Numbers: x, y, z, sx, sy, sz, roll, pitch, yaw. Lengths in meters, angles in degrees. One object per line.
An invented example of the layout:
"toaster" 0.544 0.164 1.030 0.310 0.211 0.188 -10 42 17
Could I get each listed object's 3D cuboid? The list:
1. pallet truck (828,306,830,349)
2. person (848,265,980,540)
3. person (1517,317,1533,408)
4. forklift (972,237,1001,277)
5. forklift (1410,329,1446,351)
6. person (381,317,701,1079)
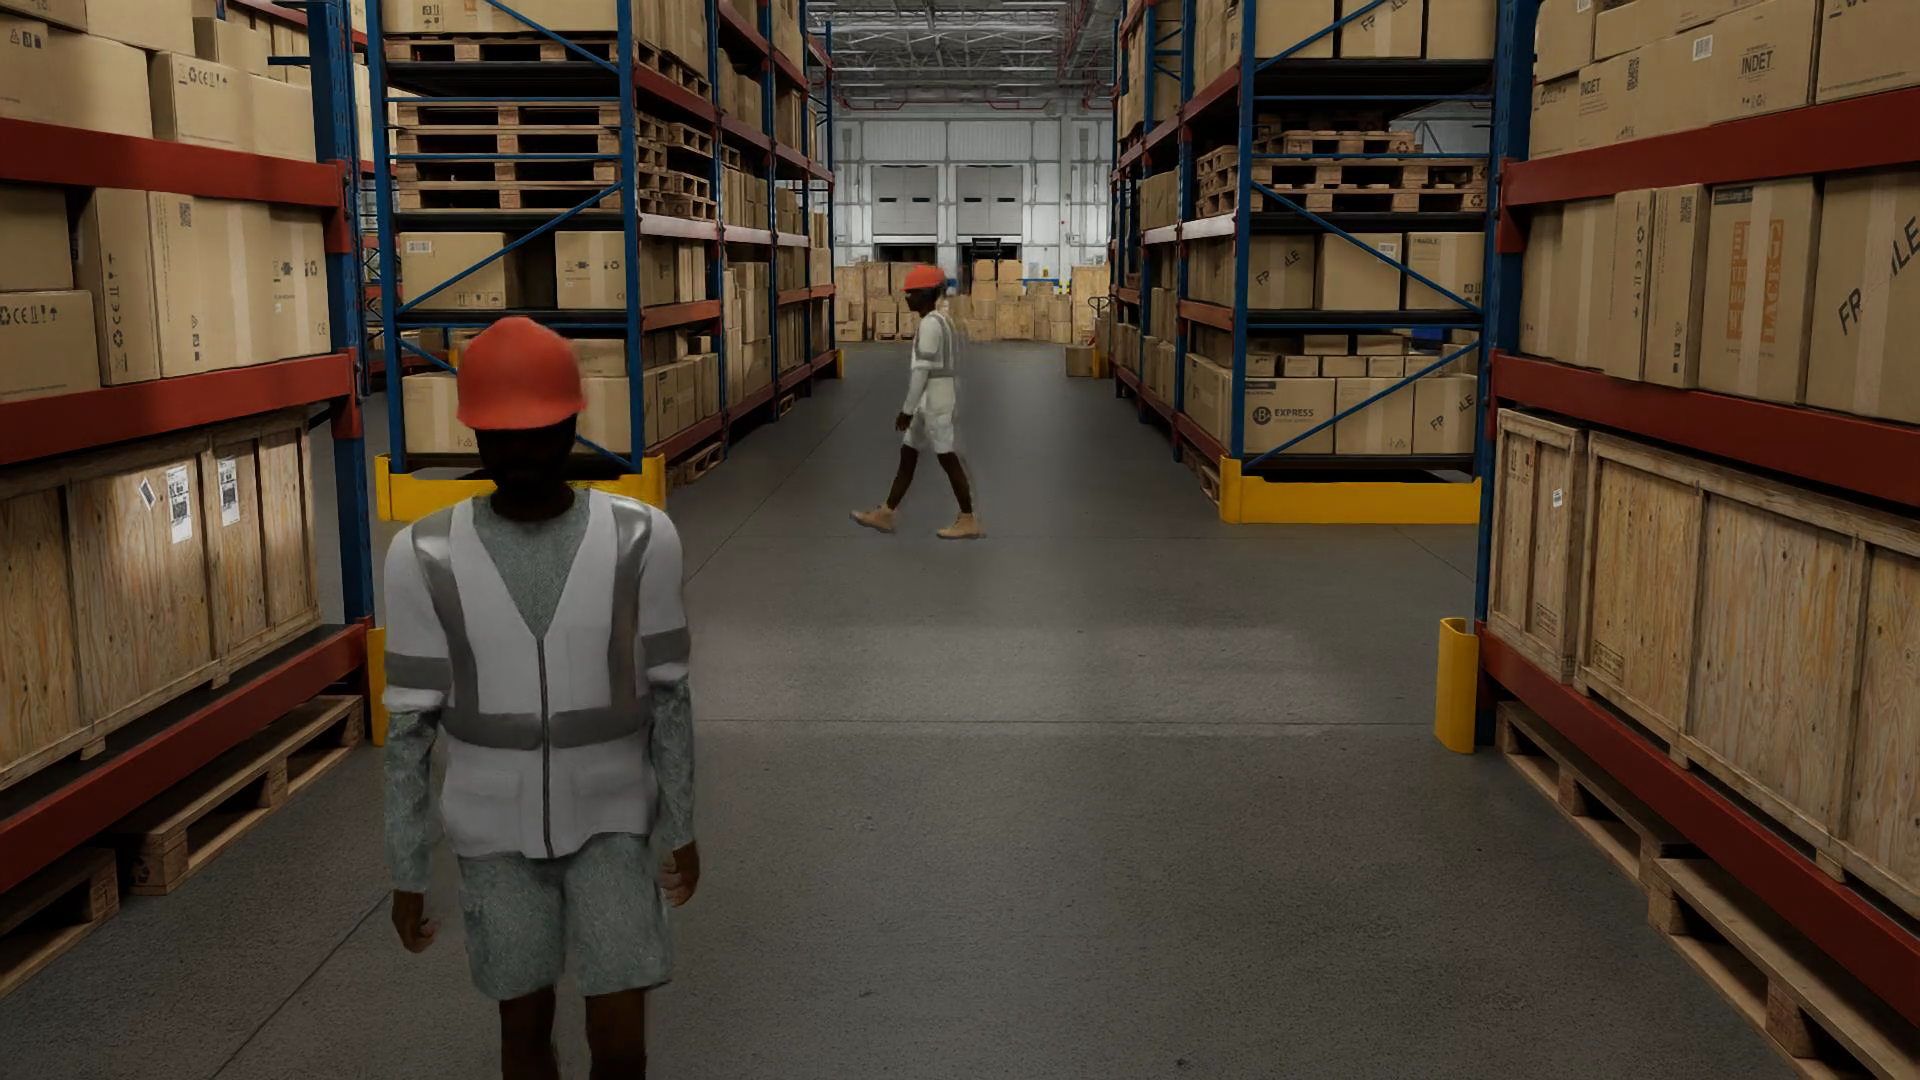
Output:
"pallet truck" -3.100 -3.940 29.800 1.885 1.965 0.823 3 10 19
"person" -0.329 -0.983 12.098 1.030 1.993 0.617 0 9 -2
"person" 7.241 -2.271 20.884 0.523 1.636 0.311 0 9 -1
"forklift" 0.851 -8.408 53.923 1.129 2.768 1.873 0 9 1
"forklift" 11.090 -5.588 37.034 1.129 2.768 1.873 -5 11 -27
"person" -0.776 0.553 3.109 0.581 1.917 0.553 -2 10 -12
